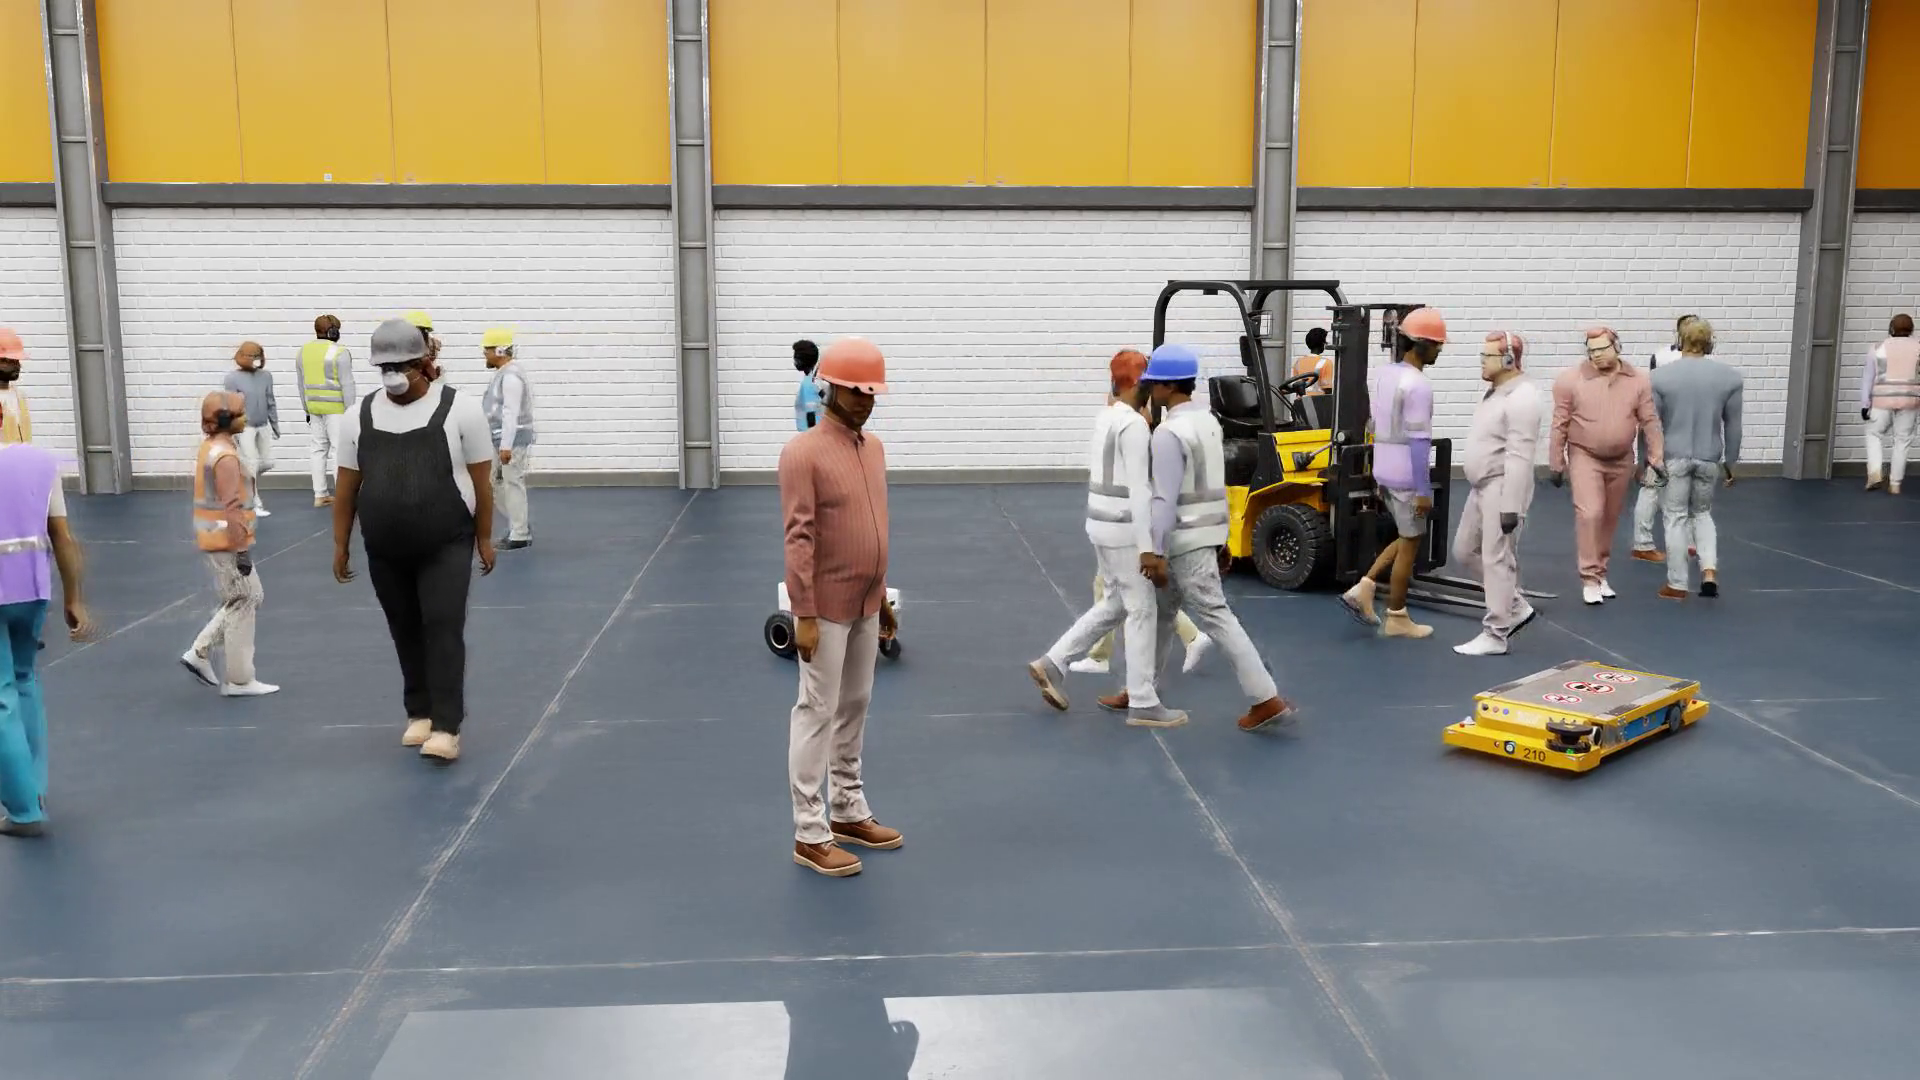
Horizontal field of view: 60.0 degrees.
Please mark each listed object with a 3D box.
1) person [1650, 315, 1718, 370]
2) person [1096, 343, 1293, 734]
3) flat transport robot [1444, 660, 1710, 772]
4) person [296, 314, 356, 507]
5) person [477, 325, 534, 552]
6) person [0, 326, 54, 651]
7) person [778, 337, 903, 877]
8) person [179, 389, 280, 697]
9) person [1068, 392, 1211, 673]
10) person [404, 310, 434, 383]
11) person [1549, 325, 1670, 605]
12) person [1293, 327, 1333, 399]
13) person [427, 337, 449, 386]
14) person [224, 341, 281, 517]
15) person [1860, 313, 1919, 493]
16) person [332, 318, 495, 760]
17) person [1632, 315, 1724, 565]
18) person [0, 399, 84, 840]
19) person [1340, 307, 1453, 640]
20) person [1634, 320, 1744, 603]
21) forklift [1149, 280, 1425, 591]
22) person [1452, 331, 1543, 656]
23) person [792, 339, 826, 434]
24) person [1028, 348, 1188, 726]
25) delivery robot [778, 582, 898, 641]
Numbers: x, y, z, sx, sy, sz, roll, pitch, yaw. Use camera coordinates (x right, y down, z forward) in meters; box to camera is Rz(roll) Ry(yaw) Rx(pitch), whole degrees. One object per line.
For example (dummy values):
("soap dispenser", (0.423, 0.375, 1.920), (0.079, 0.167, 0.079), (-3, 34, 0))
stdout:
("person", (6.649, -1.159, 15.416), (0.606, 1.873, 0.820), (3, 9, 16))
("person", (1.176, -0.007, 8.090), (1.025, 1.899, 0.619), (5, 10, 27))
("flat transport robot", (2.987, 0.815, 7.982), (1.431, 0.197, 0.652), (-9, 13, -44))
("person", (-6.016, -1.227, 15.904), (0.641, 1.841, 0.429), (4, 10, 24))
("person", (-3.631, -0.801, 13.310), (0.419, 1.811, 0.590), (-4, 10, -23))
("person", (-5.609, -0.289, 9.766), (0.445, 1.923, 0.554), (1, 9, 7))
("person", (-0.430, 0.238, 6.238), (0.391, 1.986, 0.609), (5, 10, 28))
("person", (-3.817, 0.028, 8.672), (0.400, 1.624, 0.536), (-5, 11, -31))
("person", (0.989, -0.039, 9.145), (0.736, 1.604, 0.508), (3, 10, 21))
("person", (-4.842, -1.100, 14.930), (0.579, 1.907, 0.463), (8, 12, 40))
("person", (4.372, -0.499, 11.183), (0.680, 1.873, 0.768), (0, 9, -2))
("person", (3.573, -1.301, 16.831), (0.320, 1.694, 0.532), (-5, 10, -29))
("person", (-5.018, -1.105, 15.756), (0.514, 1.640, 0.309), (6, 11, 32))
("person", (-6.554, -1.028, 15.302), (0.479, 1.615, 0.529), (5, 10, 28))
("person", (9.459, -1.367, 16.813), (0.662, 1.834, 0.471), (4, 10, 22))
("person", (-2.541, -0.005, 7.588), (0.706, 2.000, 0.788), (0, 9, 2))
("person", (5.536, -0.743, 12.625), (0.767, 1.907, 0.665), (6, 11, 31))
("person", (-3.866, 0.264, 6.597), (0.705, 1.816, 0.594), (6, 11, 32))
("person", (2.676, -0.382, 10.009), (0.499, 2.022, 0.629), (-1, 9, -6))
("person", (4.918, -0.525, 11.263), (0.655, 1.910, 0.453), (1, 9, 3))
("forklift", (2.301, -0.860, 12.475), (1.214, 2.155, 2.313), (-6, 11, -35))
("person", (3.107, -0.262, 9.643), (0.427, 1.895, 0.666), (0, 9, 2))
("person", (-1.164, -0.896, 14.334), (0.625, 1.674, 0.555), (0, 9, 2))
("person", (0.731, -0.008, 8.193), (0.741, 1.858, 0.697), (-1, 9, -6))
("delivery robot", (-0.705, 0.367, 9.614), (0.707, 0.478, 0.477), (6, 11, 35))
